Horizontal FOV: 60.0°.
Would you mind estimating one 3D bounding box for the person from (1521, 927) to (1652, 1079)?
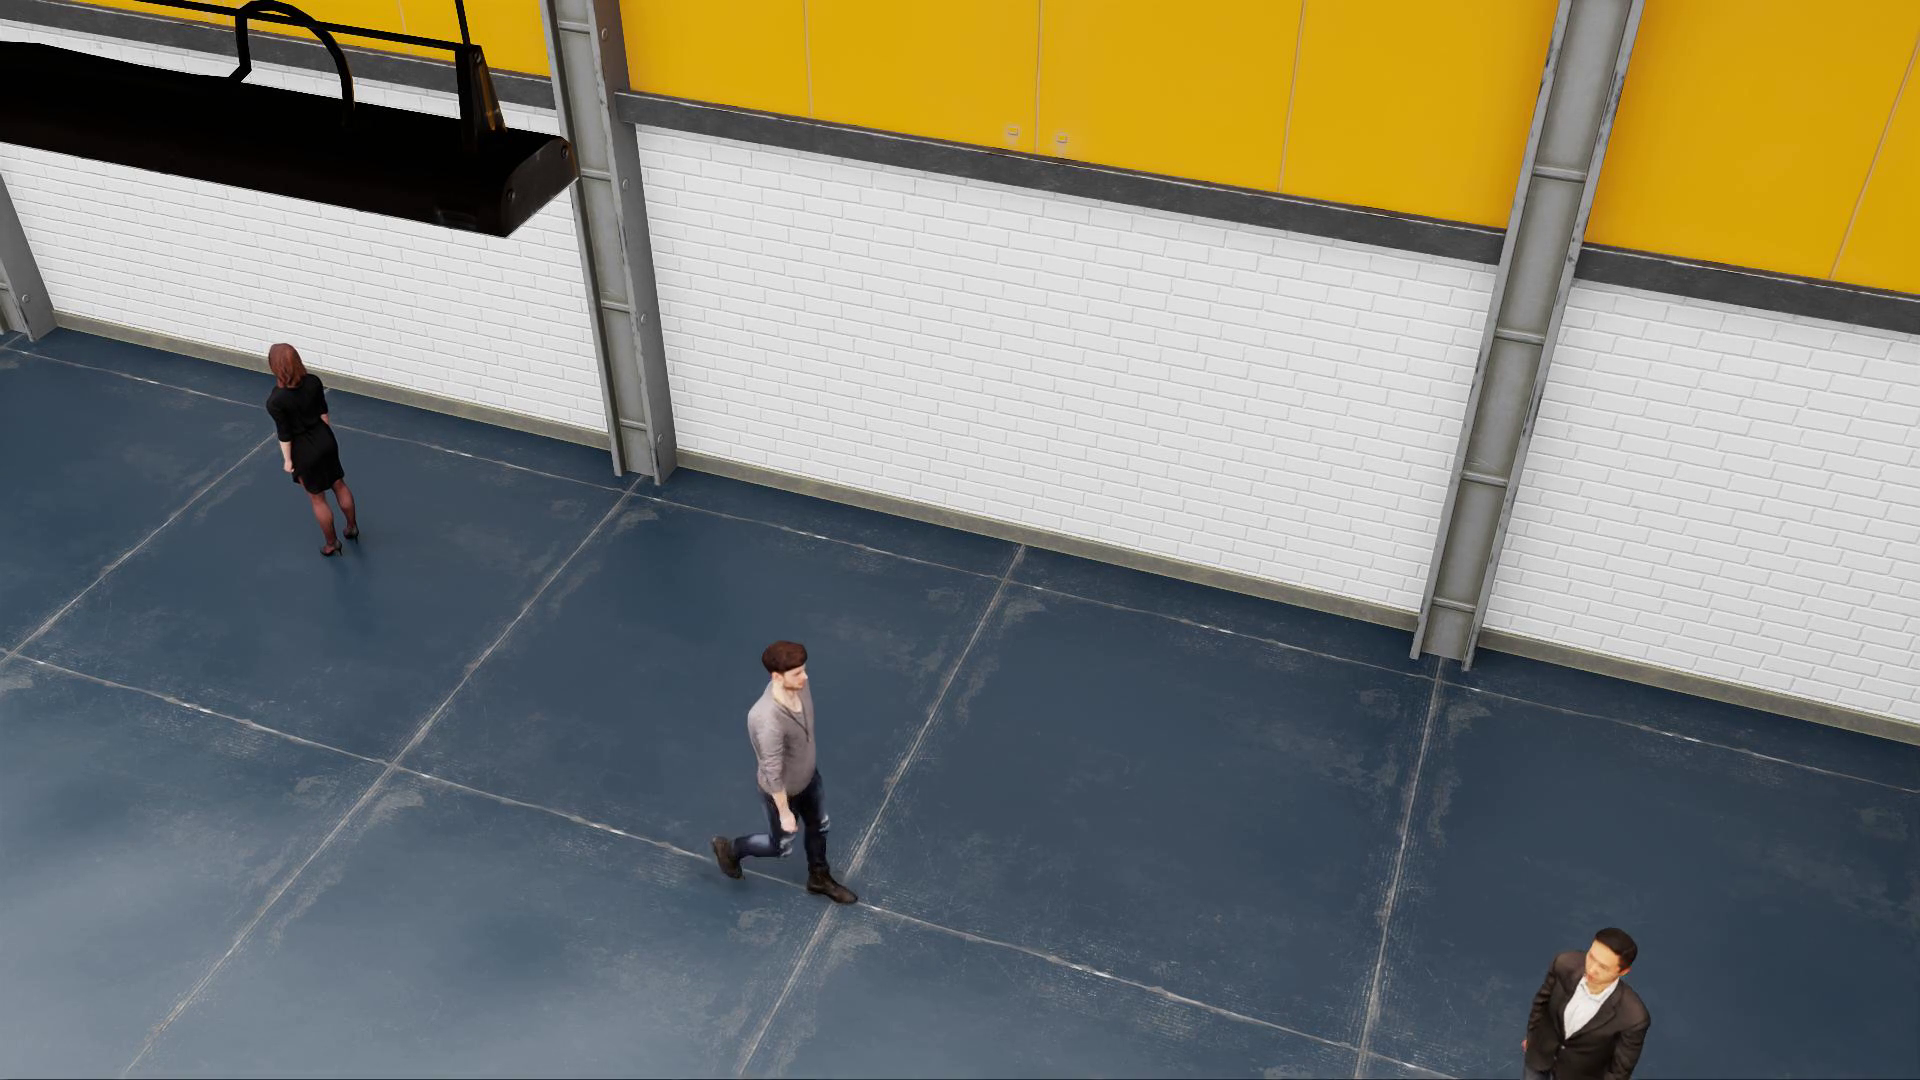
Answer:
[{"bbox_3d":[2.868,2.374,7.661,1.027,1.794,1.005,-23,44,-26],"label":"person"}]

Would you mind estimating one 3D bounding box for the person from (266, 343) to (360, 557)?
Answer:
[{"bbox_3d":[-4.469,-0.618,11.478,0.550,1.706,0.622,20,43,24],"label":"person"}]

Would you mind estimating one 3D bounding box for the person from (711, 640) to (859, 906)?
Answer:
[{"bbox_3d":[-1.006,1.280,8.961,1.076,1.881,0.713,15,41,18],"label":"person"}]
